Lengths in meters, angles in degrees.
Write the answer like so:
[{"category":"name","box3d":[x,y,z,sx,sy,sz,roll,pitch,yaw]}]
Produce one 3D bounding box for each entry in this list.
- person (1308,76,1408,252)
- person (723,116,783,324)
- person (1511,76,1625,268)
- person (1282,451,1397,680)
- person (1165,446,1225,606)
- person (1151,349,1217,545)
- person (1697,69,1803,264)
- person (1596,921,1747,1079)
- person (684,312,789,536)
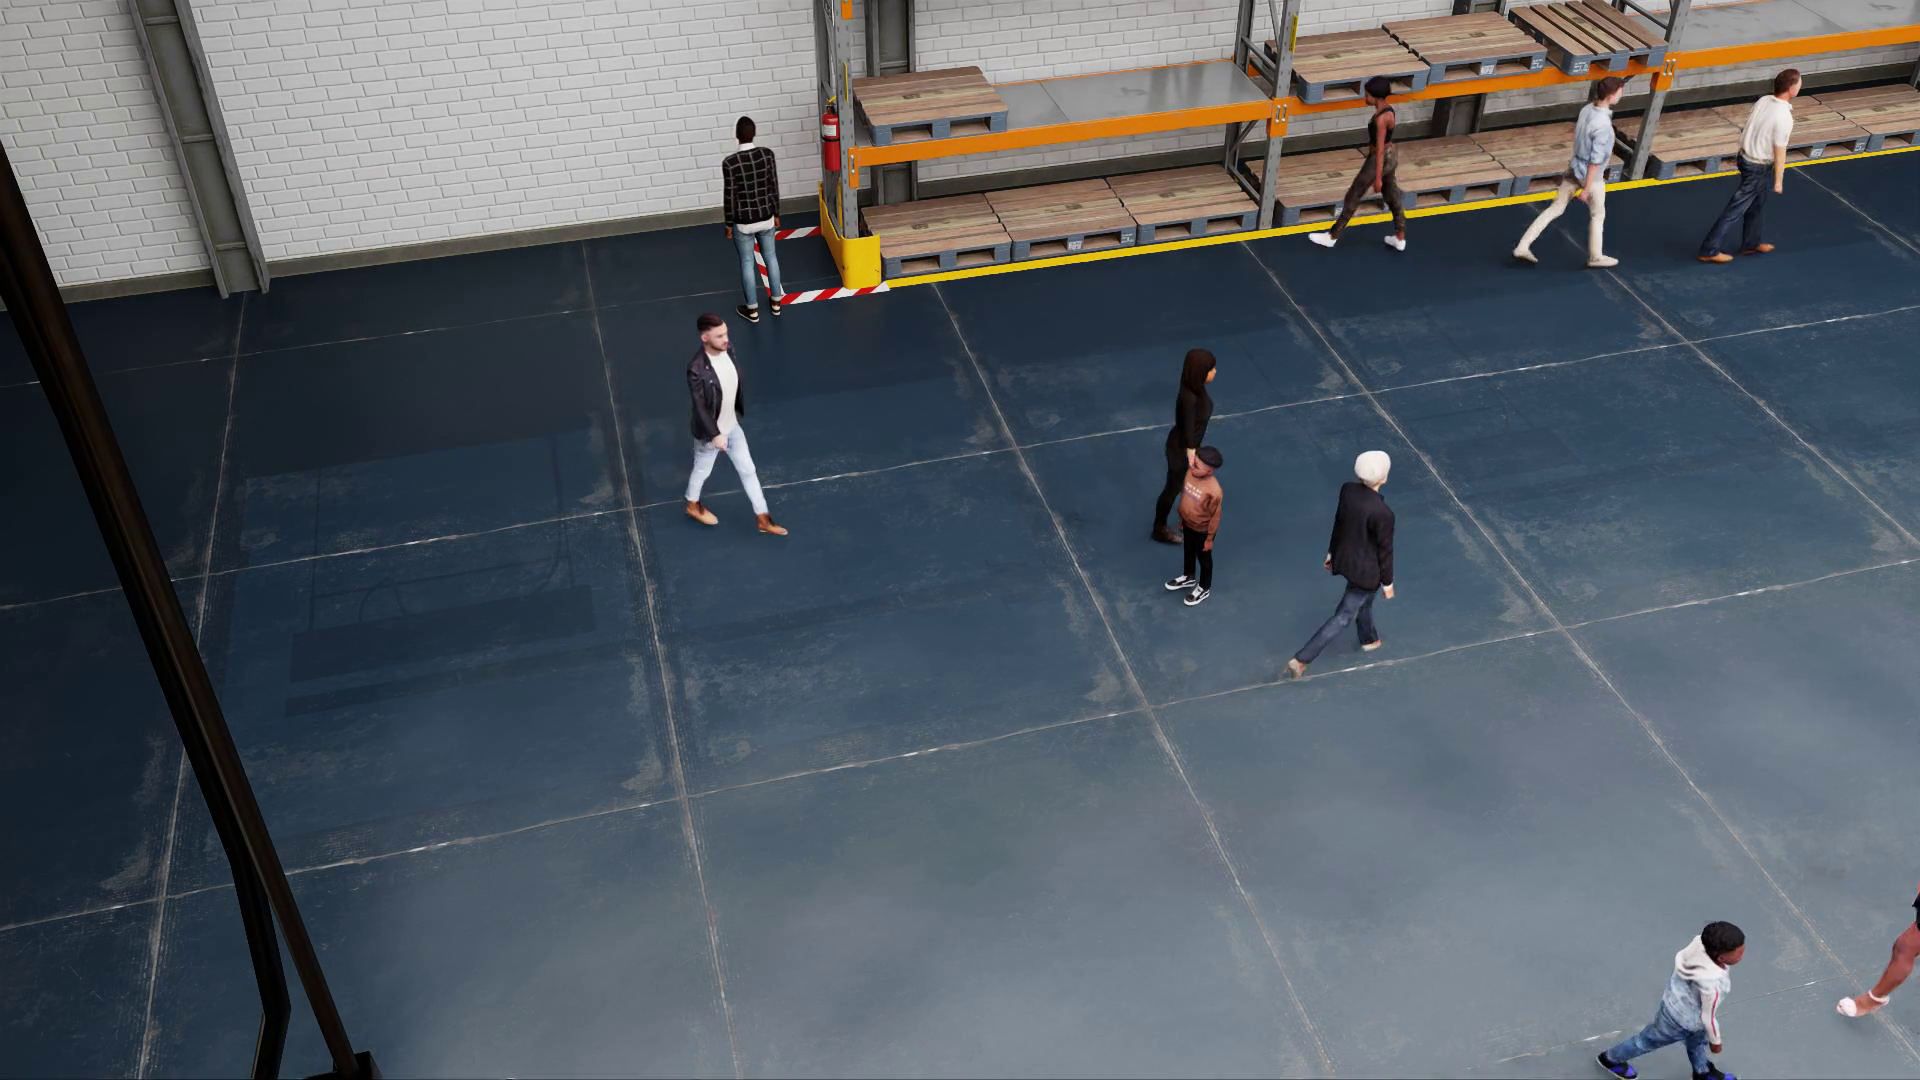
[{"category":"person","box3d":[3.824,-3.319,14.953,1.215,1.645,1.063,17,42,20]},{"category":"person","box3d":[-1.741,-2.707,14.044,0.588,1.821,0.774,-20,43,-23]},{"category":"person","box3d":[5.413,-3.212,14.685,1.240,1.810,0.771,-4,39,-5]},{"category":"person","box3d":[2.499,0.245,10.637,1.135,1.741,0.783,-13,40,-15]},{"category":"person","box3d":[1.628,-0.121,11.261,0.544,1.253,0.568,-21,43,-24]},{"category":"person","box3d":[1.494,-0.646,11.620,0.805,1.625,0.754,9,40,12]},{"category":"person","box3d":[6.957,-3.297,14.773,1.044,1.834,0.849,0,39,0]},{"category":"person","box3d":[3.525,2.305,8.238,0.952,1.234,0.800,12,40,15]},{"category":"person","box3d":[-1.781,-0.816,11.690,1.164,1.804,1.134,23,44,26]}]
